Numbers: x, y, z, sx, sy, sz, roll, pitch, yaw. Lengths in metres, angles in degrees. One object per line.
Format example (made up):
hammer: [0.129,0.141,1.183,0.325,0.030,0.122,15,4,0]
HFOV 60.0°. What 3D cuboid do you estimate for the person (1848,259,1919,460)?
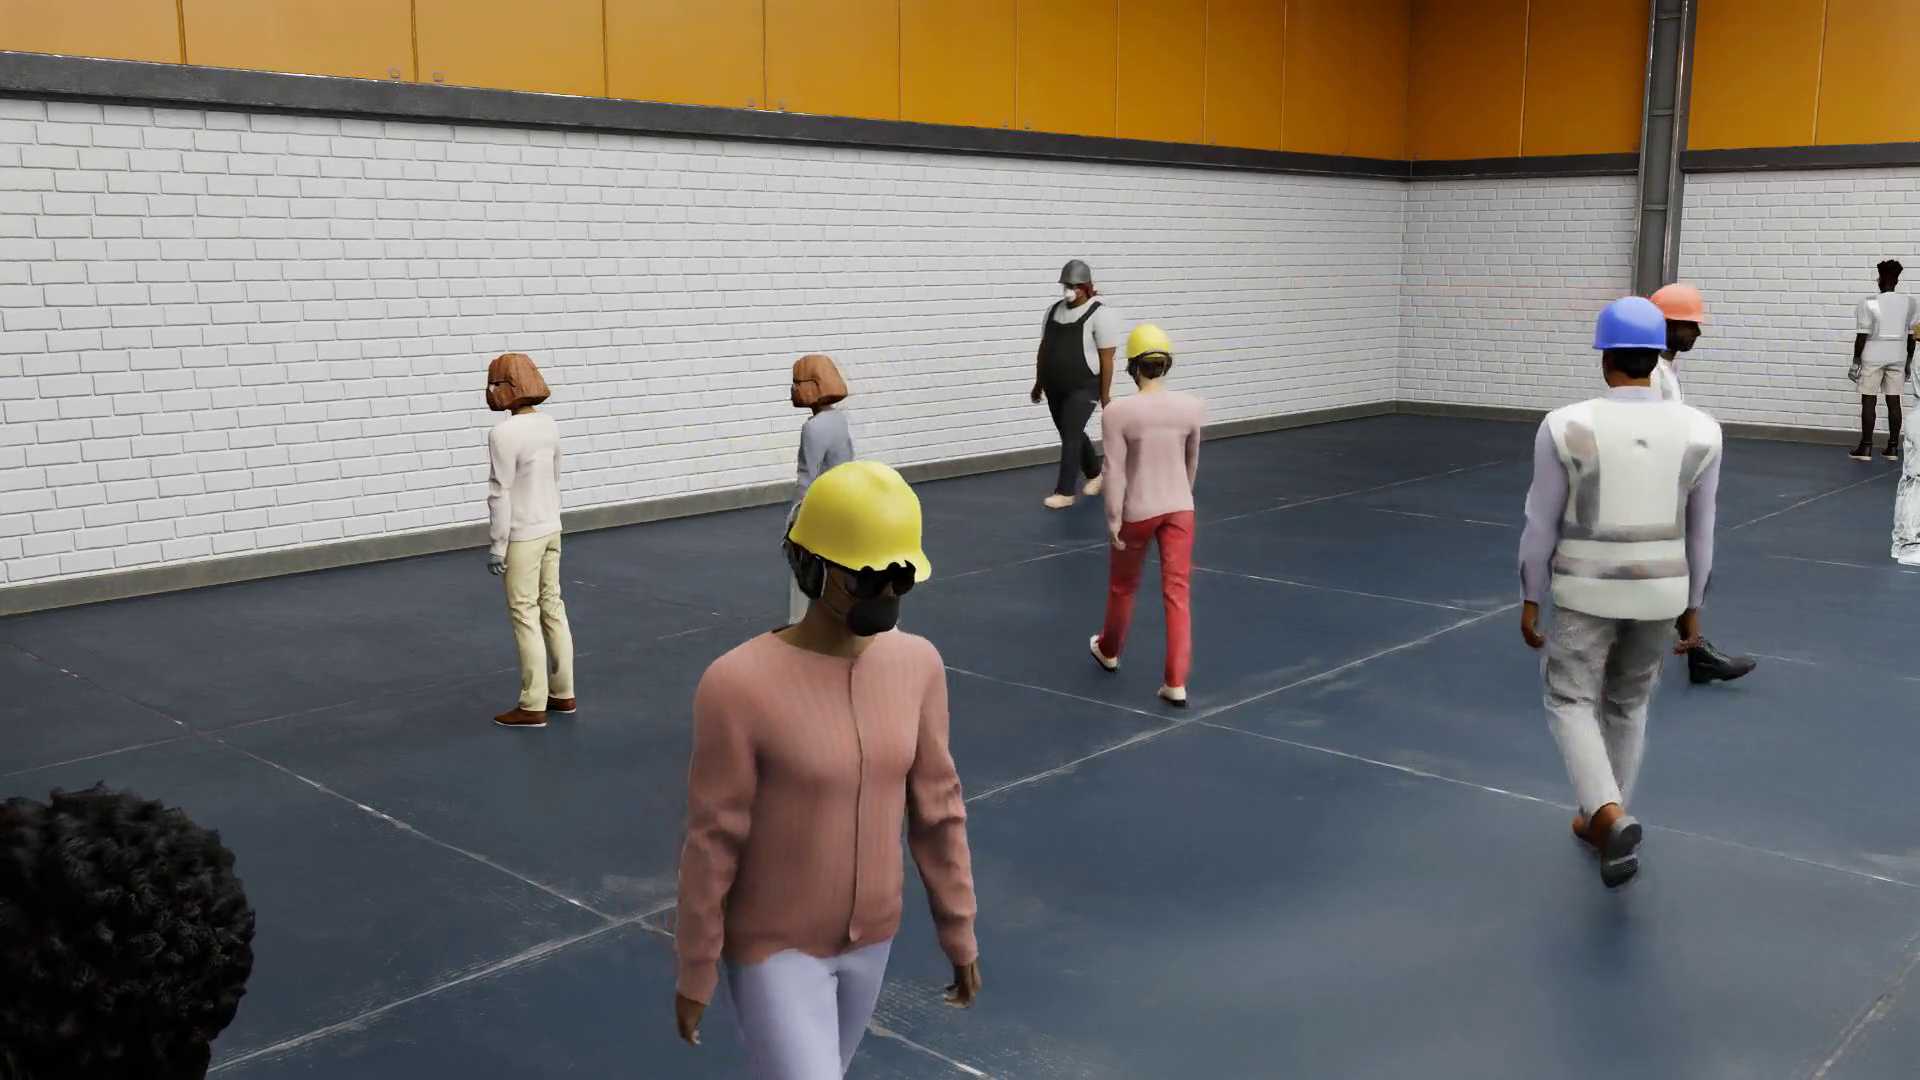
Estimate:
person: [9.041,-1.759,16.307,0.614,1.963,0.362,0,10,1]

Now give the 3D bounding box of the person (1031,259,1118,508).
person: [0.974,-1.321,13.603,0.974,2.000,0.688,-9,14,-43]

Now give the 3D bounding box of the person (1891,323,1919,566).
person: [6.364,-0.703,10.925,0.290,1.746,0.487,4,11,22]

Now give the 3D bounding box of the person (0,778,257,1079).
person: [-0.596,1.015,1.307,0.322,1.690,0.532,4,11,22]

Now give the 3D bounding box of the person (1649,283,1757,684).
person: [3.439,-0.264,7.972,0.918,1.895,0.578,6,11,30]

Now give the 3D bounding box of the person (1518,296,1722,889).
person: [2.144,0.181,5.396,0.614,1.928,0.749,0,10,3]

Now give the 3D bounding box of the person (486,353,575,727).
person: [-1.889,0.000,7.266,0.282,1.624,0.494,3,10,14]

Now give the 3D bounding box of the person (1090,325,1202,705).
person: [0.869,-0.138,7.786,0.523,1.720,0.915,-2,10,-13]

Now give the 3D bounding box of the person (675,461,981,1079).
person: [-0.184,0.721,2.882,0.538,1.708,0.913,-9,14,-42]

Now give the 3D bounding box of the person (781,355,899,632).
person: [-0.570,-0.063,7.753,0.862,1.595,0.516,1,10,7]
